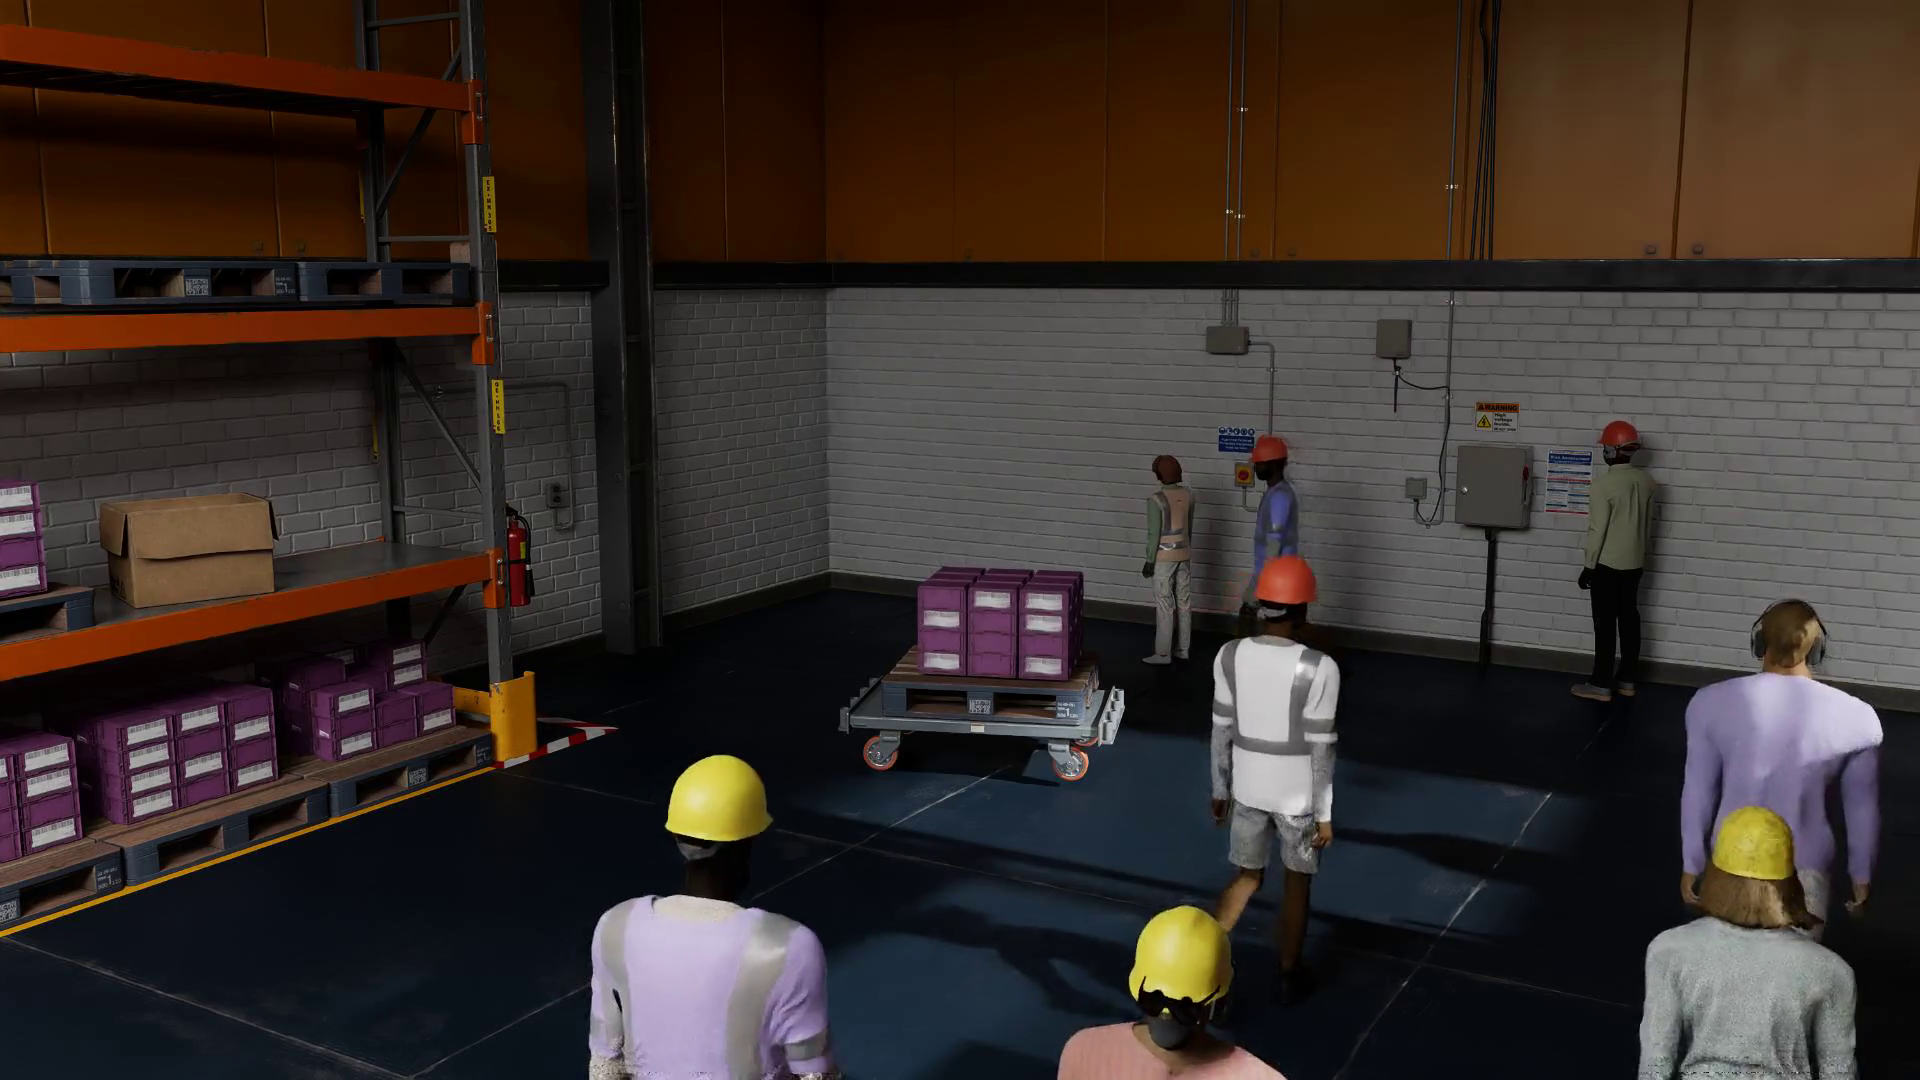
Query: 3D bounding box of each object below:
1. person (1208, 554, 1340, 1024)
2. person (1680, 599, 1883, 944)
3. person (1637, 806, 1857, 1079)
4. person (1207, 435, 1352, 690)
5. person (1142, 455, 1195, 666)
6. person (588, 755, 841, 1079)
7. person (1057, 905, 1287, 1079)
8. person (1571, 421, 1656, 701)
[{"bbox_3d":[1.228,1.016,6.681,0.549,1.918,0.757,7,12,38],"label":"person"},{"bbox_3d":[2.900,1.150,5.922,0.648,1.896,1.004,5,10,27],"label":"person"},{"bbox_3d":[1.980,1.517,4.233,0.490,1.697,0.911,6,11,32],"label":"person"},{"bbox_3d":[2.332,0.190,11.926,0.989,1.892,0.540,1,9,3],"label":"person"},{"bbox_3d":[1.620,0.157,12.893,0.512,1.638,0.312,-8,12,-42],"label":"person"},{"bbox_3d":[-0.558,1.445,3.992,0.596,1.910,0.420,4,10,24],"label":"person"},{"bbox_3d":[0.472,1.587,3.626,0.538,1.744,0.688,4,10,23],"label":"person"},{"bbox_3d":[4.655,0.148,11.839,0.608,1.995,0.377,-5,10,-29],"label":"person"}]
